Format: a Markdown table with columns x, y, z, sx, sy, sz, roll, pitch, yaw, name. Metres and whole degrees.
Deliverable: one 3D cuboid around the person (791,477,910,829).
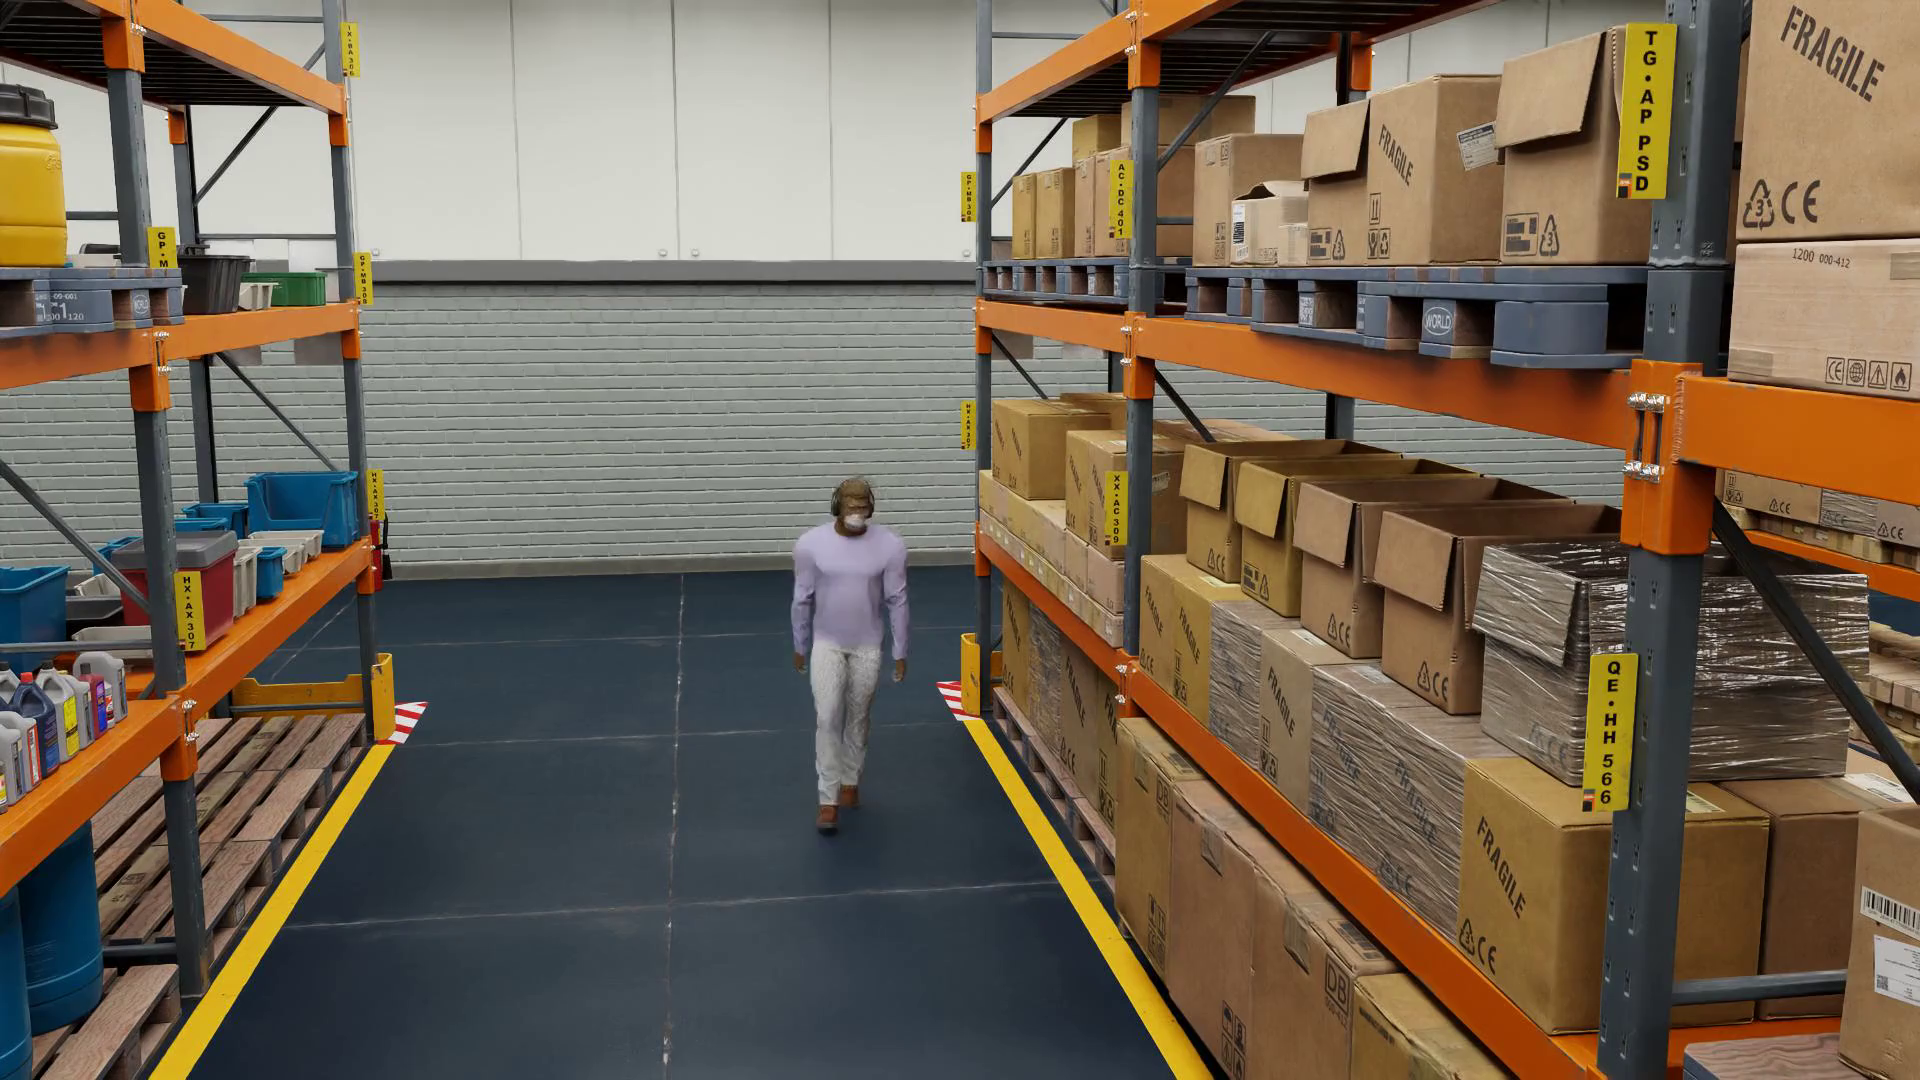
| x | y | z | sx | sy | sz | roll | pitch | yaw | name |
| --- | --- | --- | --- | --- | --- | --- | --- | --- | --- |
| -0.595 | 0.615 | 9.100 | 0.652 | 1.904 | 0.873 | -1 | 9 | -5 | person |
